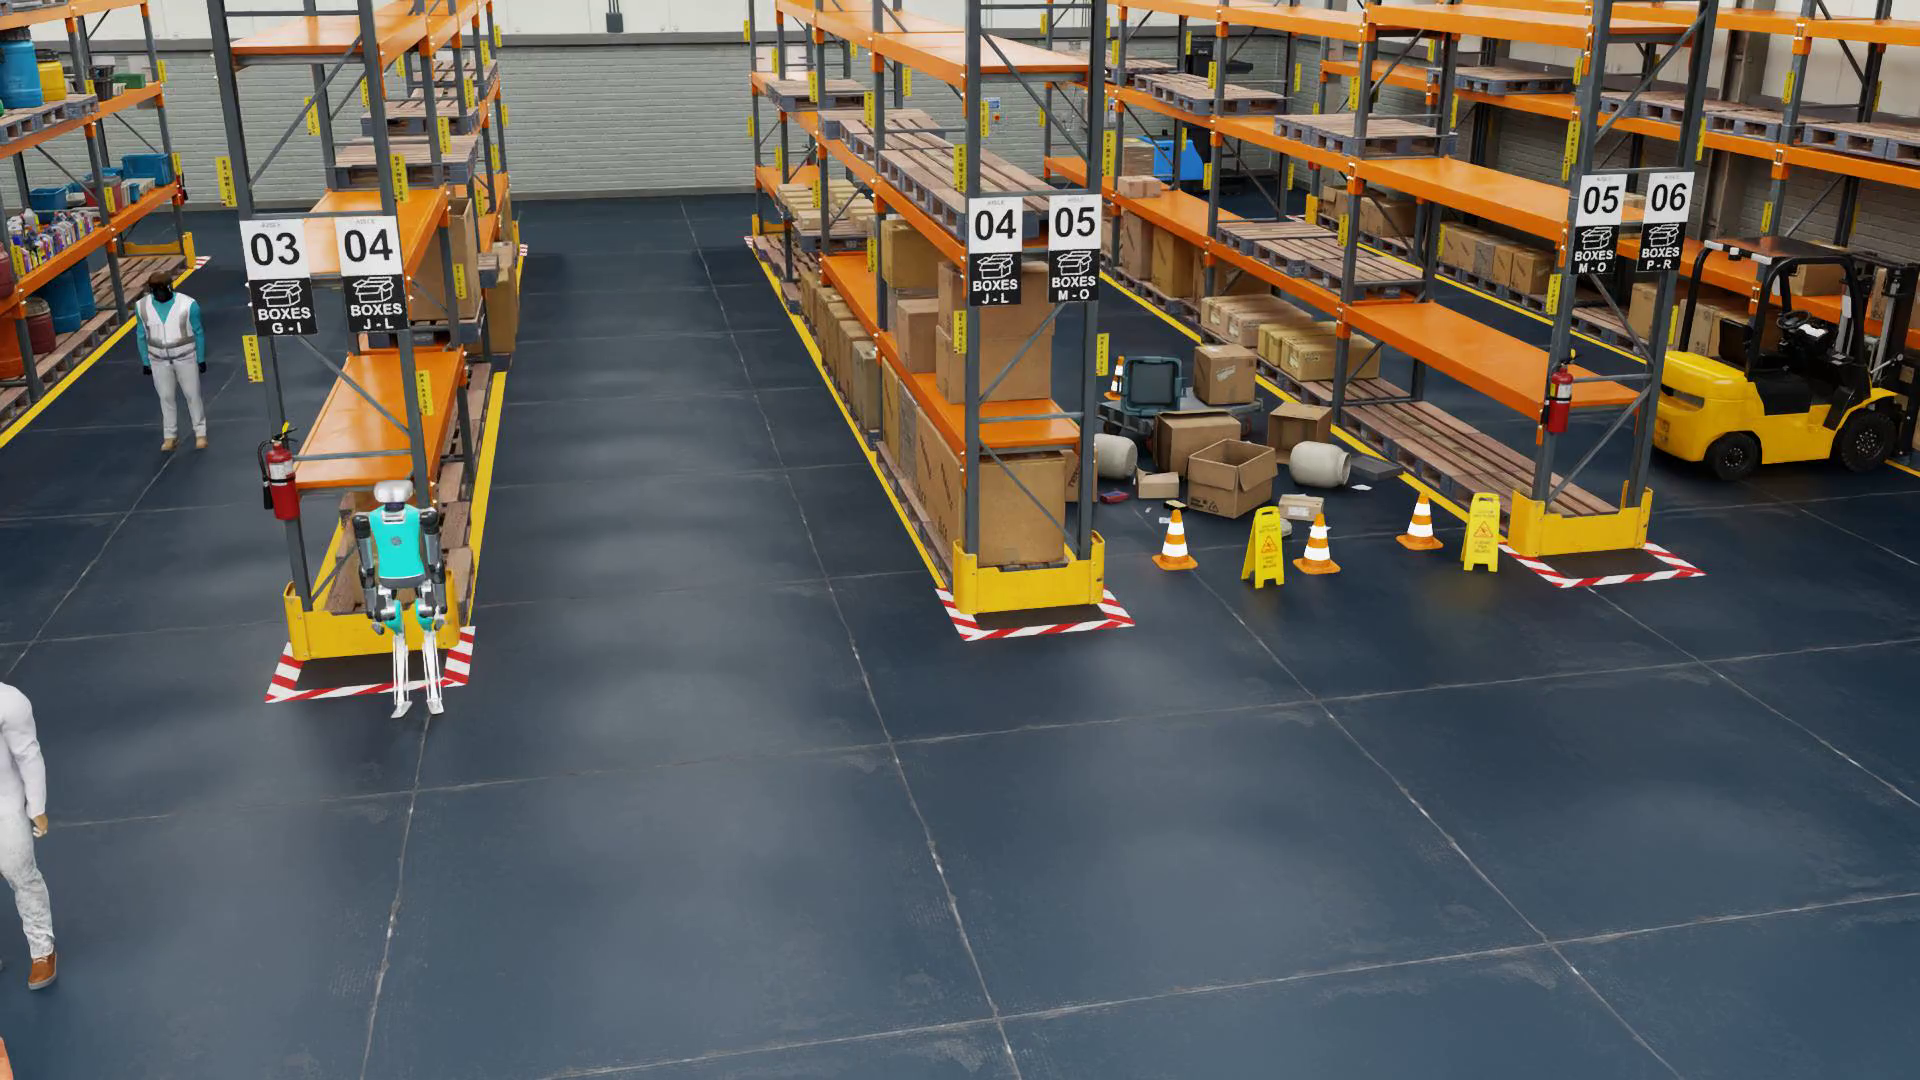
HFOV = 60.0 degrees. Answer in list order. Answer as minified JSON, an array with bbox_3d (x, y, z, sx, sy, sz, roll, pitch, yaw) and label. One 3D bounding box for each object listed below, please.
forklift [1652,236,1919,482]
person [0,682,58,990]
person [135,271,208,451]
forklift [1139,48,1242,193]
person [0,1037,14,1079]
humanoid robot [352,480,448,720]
[{"bbox_3d":[8.013,-1.814,16.330,2.313,2.155,1.214,-4,21,-12],"label":"forklift"},{"bbox_3d":[-4.829,1.342,8.194,0.634,1.937,0.352,-4,21,-12],"label":"person"},{"bbox_3d":[-7.958,-1.813,16.830,0.633,1.839,0.429,-4,21,-12],"label":"person"},{"bbox_3d":[4.566,-8.313,32.860,1.873,2.768,1.129,-4,21,-12],"label":"forklift"},{"bbox_3d":[-3.735,2.143,6.078,0.533,1.908,0.368,-4,21,-12],"label":"person"},{"bbox_3d":[-3.641,0.341,10.989,0.533,1.673,0.735,-4,21,-12],"label":"humanoid robot"}]
